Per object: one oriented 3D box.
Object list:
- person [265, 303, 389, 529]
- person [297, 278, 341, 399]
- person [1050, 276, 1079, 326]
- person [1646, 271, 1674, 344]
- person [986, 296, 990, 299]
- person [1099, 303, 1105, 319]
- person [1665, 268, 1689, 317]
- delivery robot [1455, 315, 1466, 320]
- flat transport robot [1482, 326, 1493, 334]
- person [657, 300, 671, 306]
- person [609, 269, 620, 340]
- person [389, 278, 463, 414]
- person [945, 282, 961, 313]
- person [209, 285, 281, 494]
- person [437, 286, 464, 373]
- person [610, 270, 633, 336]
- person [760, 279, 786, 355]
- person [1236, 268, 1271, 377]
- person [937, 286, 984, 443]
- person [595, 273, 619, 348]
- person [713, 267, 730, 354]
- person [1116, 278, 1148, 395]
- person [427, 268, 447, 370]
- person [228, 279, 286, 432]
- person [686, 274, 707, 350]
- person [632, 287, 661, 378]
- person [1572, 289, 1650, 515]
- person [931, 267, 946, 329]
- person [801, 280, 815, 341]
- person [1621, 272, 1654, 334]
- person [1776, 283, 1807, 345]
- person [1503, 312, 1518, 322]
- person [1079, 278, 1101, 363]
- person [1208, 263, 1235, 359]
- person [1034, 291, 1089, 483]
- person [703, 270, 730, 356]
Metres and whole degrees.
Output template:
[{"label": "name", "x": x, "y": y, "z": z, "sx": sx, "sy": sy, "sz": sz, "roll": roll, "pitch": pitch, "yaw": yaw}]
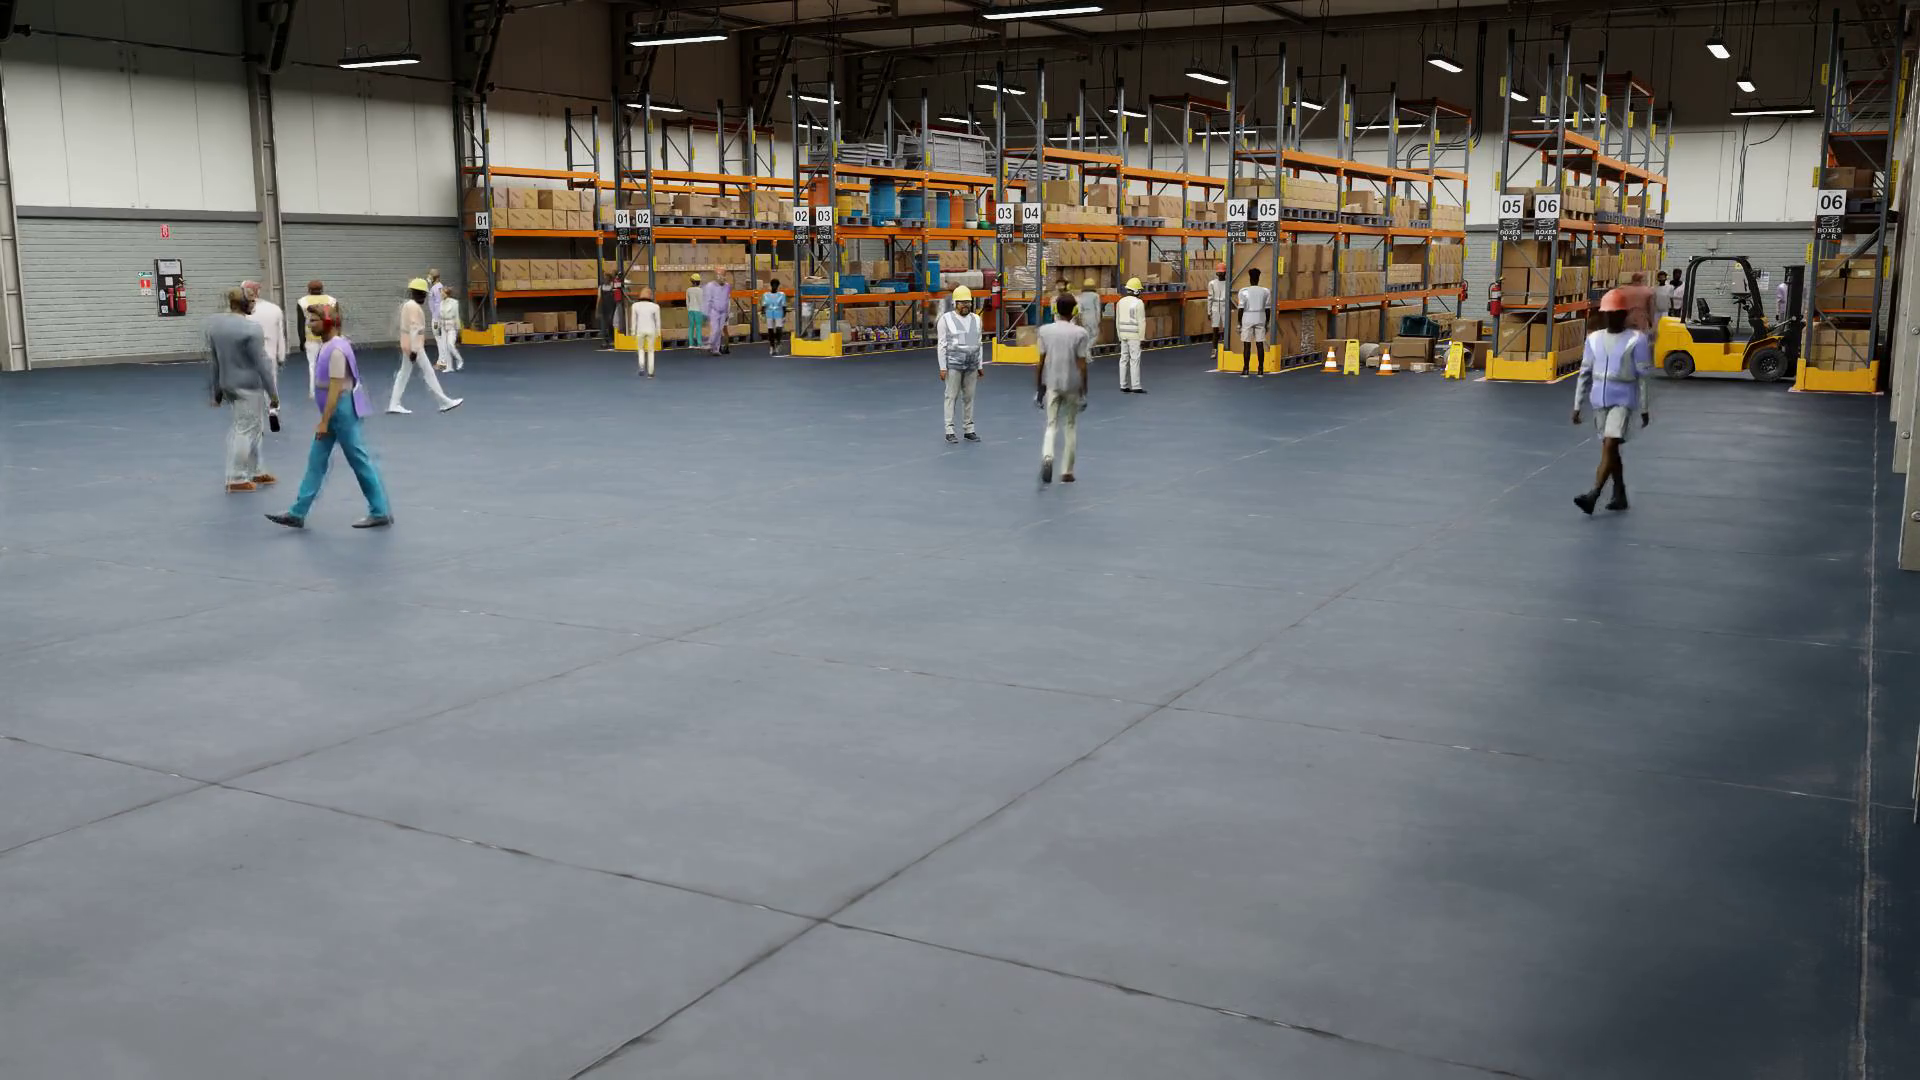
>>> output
[{"label": "person", "x": -5.021, "y": -0.963, "z": 13.163, "sx": 0.950, "sy": 1.794, "sz": 0.589, "roll": -6, "pitch": 11, "yaw": -32}, {"label": "person", "x": -9.793, "y": -3.078, "z": 25.449, "sx": 0.630, "sy": 1.841, "sz": 0.429, "roll": -5, "pitch": 11, "yaw": -27}, {"label": "person", "x": 1.717, "y": -3.351, "z": 27.017, "sx": 0.509, "sy": 1.857, "sz": 0.659, "roll": 4, "pitch": 11, "yaw": 23}, {"label": "person", "x": 15.380, "y": -4.971, "z": 36.522, "sx": 0.576, "sy": 1.837, "sz": 0.759, "roll": 4, "pitch": 11, "yaw": 24}, {"label": "person", "x": 1.046, "y": -6.874, "z": 47.677, "sx": 0.624, "sy": 1.841, "sz": 0.430, "roll": 5, "pitch": 11, "yaw": 29}, {"label": "person", "x": 3.295, "y": -5.735, "z": 40.432, "sx": 0.605, "sy": 2.036, "sz": 0.393, "roll": 10, "pitch": 14, "yaw": 44}, {"label": "person", "x": 16.379, "y": -5.290, "z": 38.199, "sx": 0.643, "sy": 1.907, "sz": 0.543, "roll": 6, "pitch": 12, "yaw": 33}, {"label": "delivery robot", "x": 13.618, "y": -5.938, "z": 45.672, "sx": 0.707, "sy": 0.478, "sz": 0.477, "roll": -2, "pitch": 10, "yaw": -9}, {"label": "flat transport robot", "x": 14.352, "y": -5.785, "z": 45.885, "sx": 0.652, "sy": 0.197, "sz": 1.431, "roll": 0, "pitch": 10, "yaw": 1}, {"label": "person", "x": -7.618, "y": -5.948, "z": 42.501, "sx": 0.543, "sy": 1.742, "sz": 0.486, "roll": 2, "pitch": 10, "yaw": 11}, {"label": "person", "x": -8.832, "y": -6.024, "z": 42.682, "sx": 0.609, "sy": 1.836, "sz": 0.955, "roll": 6, "pitch": 11, "yaw": 30}, {"label": "person", "x": -7.478, "y": -2.679, "z": 23.036, "sx": 1.018, "sy": 1.861, "sz": 0.605, "roll": -5, "pitch": 11, "yaw": -28}, {"label": "person", "x": -0.038, "y": -4.933, "z": 37.041, "sx": 0.507, "sy": 1.593, "sz": 0.849, "roll": 6, "pitch": 12, "yaw": 33}, {"label": "person", "x": -6.532, "y": -1.395, "z": 15.392, "sx": 0.650, "sy": 1.906, "sz": 0.801, "roll": 6, "pitch": 11, "yaw": 30}, {"label": "person", "x": -9.563, "y": -3.937, "z": 31.097, "sx": 0.538, "sy": 1.624, "sz": 0.370, "roll": 6, "pitch": 11, "yaw": 31}, {"label": "person", "x": -8.480, "y": -5.843, "z": 41.628, "sx": 0.625, "sy": 1.846, "sz": 0.429, "roll": 1, "pitch": 10, "yaw": 5}, {"label": "person", "x": -4.125, "y": -4.906, "z": 36.637, "sx": 0.569, "sy": 1.664, "sz": 0.653, "roll": 0, "pitch": 10, "yaw": 2}, {"label": "person", "x": 5.271, "y": -3.899, "z": 29.885, "sx": 0.617, "sy": 1.963, "sz": 0.361, "roll": -1, "pitch": 10, "yaw": -5}, {"label": "person", "x": 0.023, "y": -2.049, "z": 19.442, "sx": 0.600, "sy": 1.832, "sz": 0.404, "roll": -6, "pitch": 11, "yaw": -30}, {"label": "person", "x": -8.432, "y": -5.497, "z": 39.800, "sx": 0.546, "sy": 1.783, "sz": 1.025, "roll": 2, "pitch": 10, "yaw": 13}, {"label": "person", "x": -5.340, "y": -5.099, "z": 36.981, "sx": 0.545, "sy": 1.942, "sz": 0.349, "roll": 9, "pitch": 13, "yaw": 41}, {"label": "person", "x": 2.720, "y": -3.207, "z": 26.219, "sx": 0.404, "sy": 1.835, "sz": 0.589, "roll": -7, "pitch": 12, "yaw": -35}, {"label": "person", "x": -10.003, "y": -4.215, "z": 31.818, "sx": 0.372, "sy": 1.940, "sz": 0.632, "roll": -3, "pitch": 10, "yaw": -19}, {"label": "person", "x": -8.524, "y": -2.203, "z": 20.146, "sx": 0.660, "sy": 1.889, "sz": 0.449, "roll": -7, "pitch": 12, "yaw": -37}, {"label": "person", "x": -6.158, "y": -5.327, "z": 38.826, "sx": 0.522, "sy": 1.769, "sz": 0.317, "roll": 7, "pitch": 12, "yaw": 34}, {"label": "person", "x": -5.602, "y": -3.706, "z": 29.772, "sx": 0.519, "sy": 1.618, "sz": 0.355, "roll": 0, "pitch": 10, "yaw": -2}, {"label": "person", "x": 5.443, "y": -1.153, "z": 14.019, "sx": 0.996, "sy": 1.886, "sz": 0.570, "roll": -8, "pitch": 13, "yaw": -39}, {"label": "person", "x": -0.609, "y": -7.109, "z": 48.987, "sx": 0.587, "sy": 1.862, "sz": 0.771, "roll": 5, "pitch": 11, "yaw": 25}, {"label": "person", "x": -3.646, "y": -5.273, "z": 38.951, "sx": 0.520, "sy": 1.613, "sz": 0.658, "roll": 4, "pitch": 10, "yaw": 20}, {"label": "person", "x": 13.420, "y": -4.389, "z": 33.051, "sx": 0.657, "sy": 1.871, "sz": 0.948, "roll": 4, "pitch": 10, "yaw": 22}, {"label": "person", "x": 18.435, "y": -5.073, "z": 36.927, "sx": 0.589, "sy": 1.916, "sz": 0.399, "roll": 5, "pitch": 11, "yaw": 26}, {"label": "person", "x": 15.558, "y": -6.689, "z": 46.433, "sx": 0.978, "sy": 1.884, "sz": 0.568, "roll": 7, "pitch": 12, "yaw": 36}, {"label": "person", "x": 2.640, "y": -4.477, "z": 33.919, "sx": 0.494, "sy": 1.729, "sz": 0.405, "roll": 6, "pitch": 12, "yaw": 33}, {"label": "person", "x": 5.517, "y": -4.829, "z": 35.132, "sx": 0.606, "sy": 2.037, "sz": 0.405, "roll": 4, "pitch": 11, "yaw": 23}, {"label": "person", "x": 0.958, "y": -1.429, "z": 15.769, "sx": 0.535, "sy": 1.850, "sz": 0.633, "roll": 3, "pitch": 10, "yaw": 16}, {"label": "person", "x": -5.252, "y": -4.907, "z": 36.047, "sx": 0.452, "sy": 1.877, "sz": 0.667, "roll": 7, "pitch": 12, "yaw": 37}]
